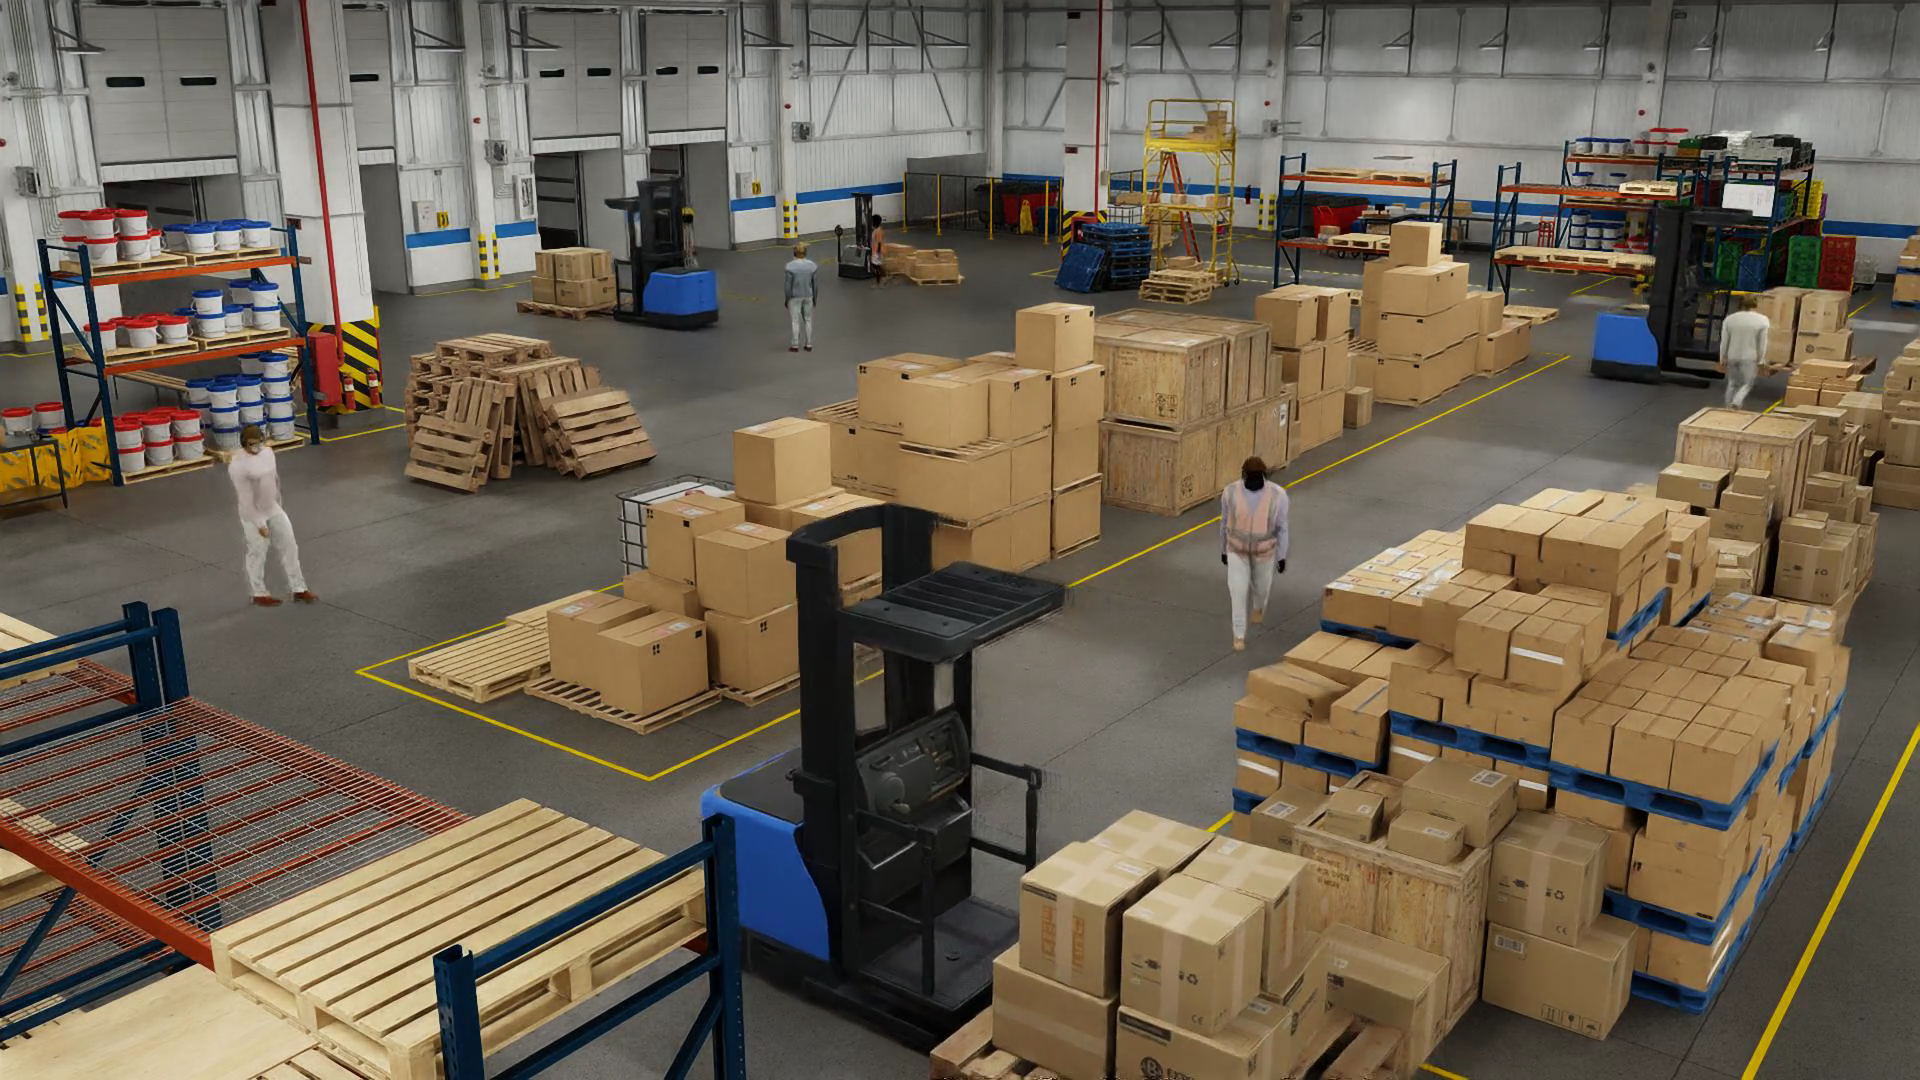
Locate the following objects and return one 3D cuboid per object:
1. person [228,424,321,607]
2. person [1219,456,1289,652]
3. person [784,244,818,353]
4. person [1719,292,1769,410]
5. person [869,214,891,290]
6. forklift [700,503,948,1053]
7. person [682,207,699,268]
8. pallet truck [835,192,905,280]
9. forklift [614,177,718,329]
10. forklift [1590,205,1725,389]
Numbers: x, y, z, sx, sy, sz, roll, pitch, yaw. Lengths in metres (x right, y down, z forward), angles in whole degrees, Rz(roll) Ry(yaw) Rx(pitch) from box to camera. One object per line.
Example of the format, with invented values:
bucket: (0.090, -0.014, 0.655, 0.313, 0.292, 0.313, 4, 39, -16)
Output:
person: (-6.707, -0.215, 16.177, 0.799, 1.889, 0.657, 5, 18, 16)
person: (2.697, 0.072, 15.345, 0.627, 1.815, 0.767, 3, 17, 11)
person: (-2.831, -4.310, 29.673, 0.636, 1.930, 0.372, -9, 19, -27)
person: (11.278, -2.612, 24.040, 0.632, 1.927, 0.571, 14, 22, 39)
person: (-1.811, -6.431, 37.089, 0.419, 1.685, 0.556, -2, 17, -8)
forklift: (-0.555, 1.229, 9.706, 1.873, 2.768, 1.129, 12, 21, 35)
person: (-5.881, -6.336, 36.434, 0.815, 1.897, 0.603, -3, 17, -10)
pallet truck: (-1.936, -7.159, 38.982, 1.885, 1.965, 0.823, -12, 21, -34)
forklift: (-5.767, -5.625, 32.400, 1.873, 2.768, 1.129, 12, 21, 35)
forklift: (11.471, -4.000, 27.020, 1.873, 2.768, 1.129, 12, 21, 35)
